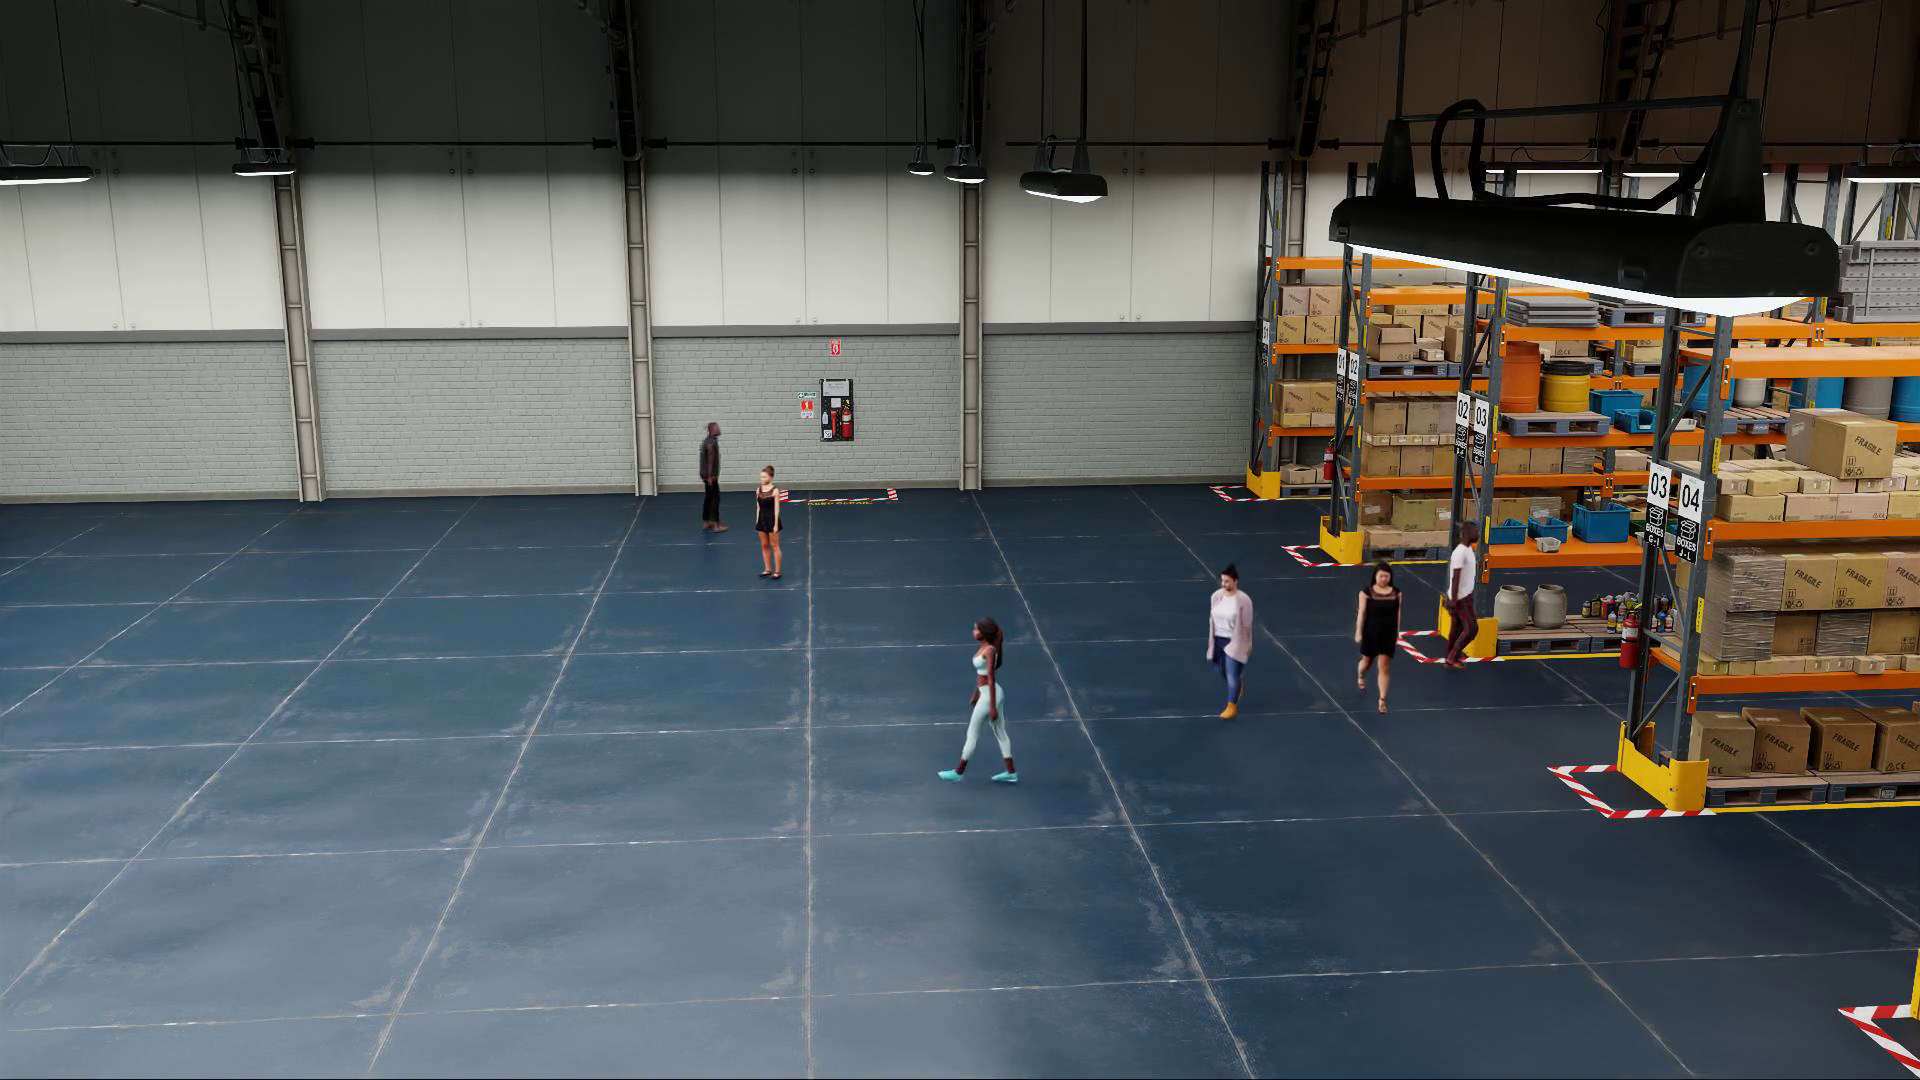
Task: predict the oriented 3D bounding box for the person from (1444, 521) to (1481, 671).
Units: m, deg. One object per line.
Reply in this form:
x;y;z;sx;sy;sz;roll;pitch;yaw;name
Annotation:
5.977;0.674;20.118;0.857;1.817;0.825;8;15;31;person

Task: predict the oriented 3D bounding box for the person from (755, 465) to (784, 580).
-2.807;-0.268;24.492;0.671;1.679;0.743;9;16;33;person

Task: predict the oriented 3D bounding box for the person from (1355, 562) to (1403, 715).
4.674;1.072;18.683;0.986;1.690;0.778;0;13;1;person

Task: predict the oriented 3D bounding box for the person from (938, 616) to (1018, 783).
0.368;1.597;16.392;1.026;1.700;0.659;0;13;0;person

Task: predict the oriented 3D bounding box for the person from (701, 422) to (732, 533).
-4.145;-1.055;27.563;0.684;1.827;0.740;-3;13;-12;person

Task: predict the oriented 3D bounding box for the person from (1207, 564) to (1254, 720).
3.064;1.102;18.484;1.013;1.721;1.077;10;16;37;person
